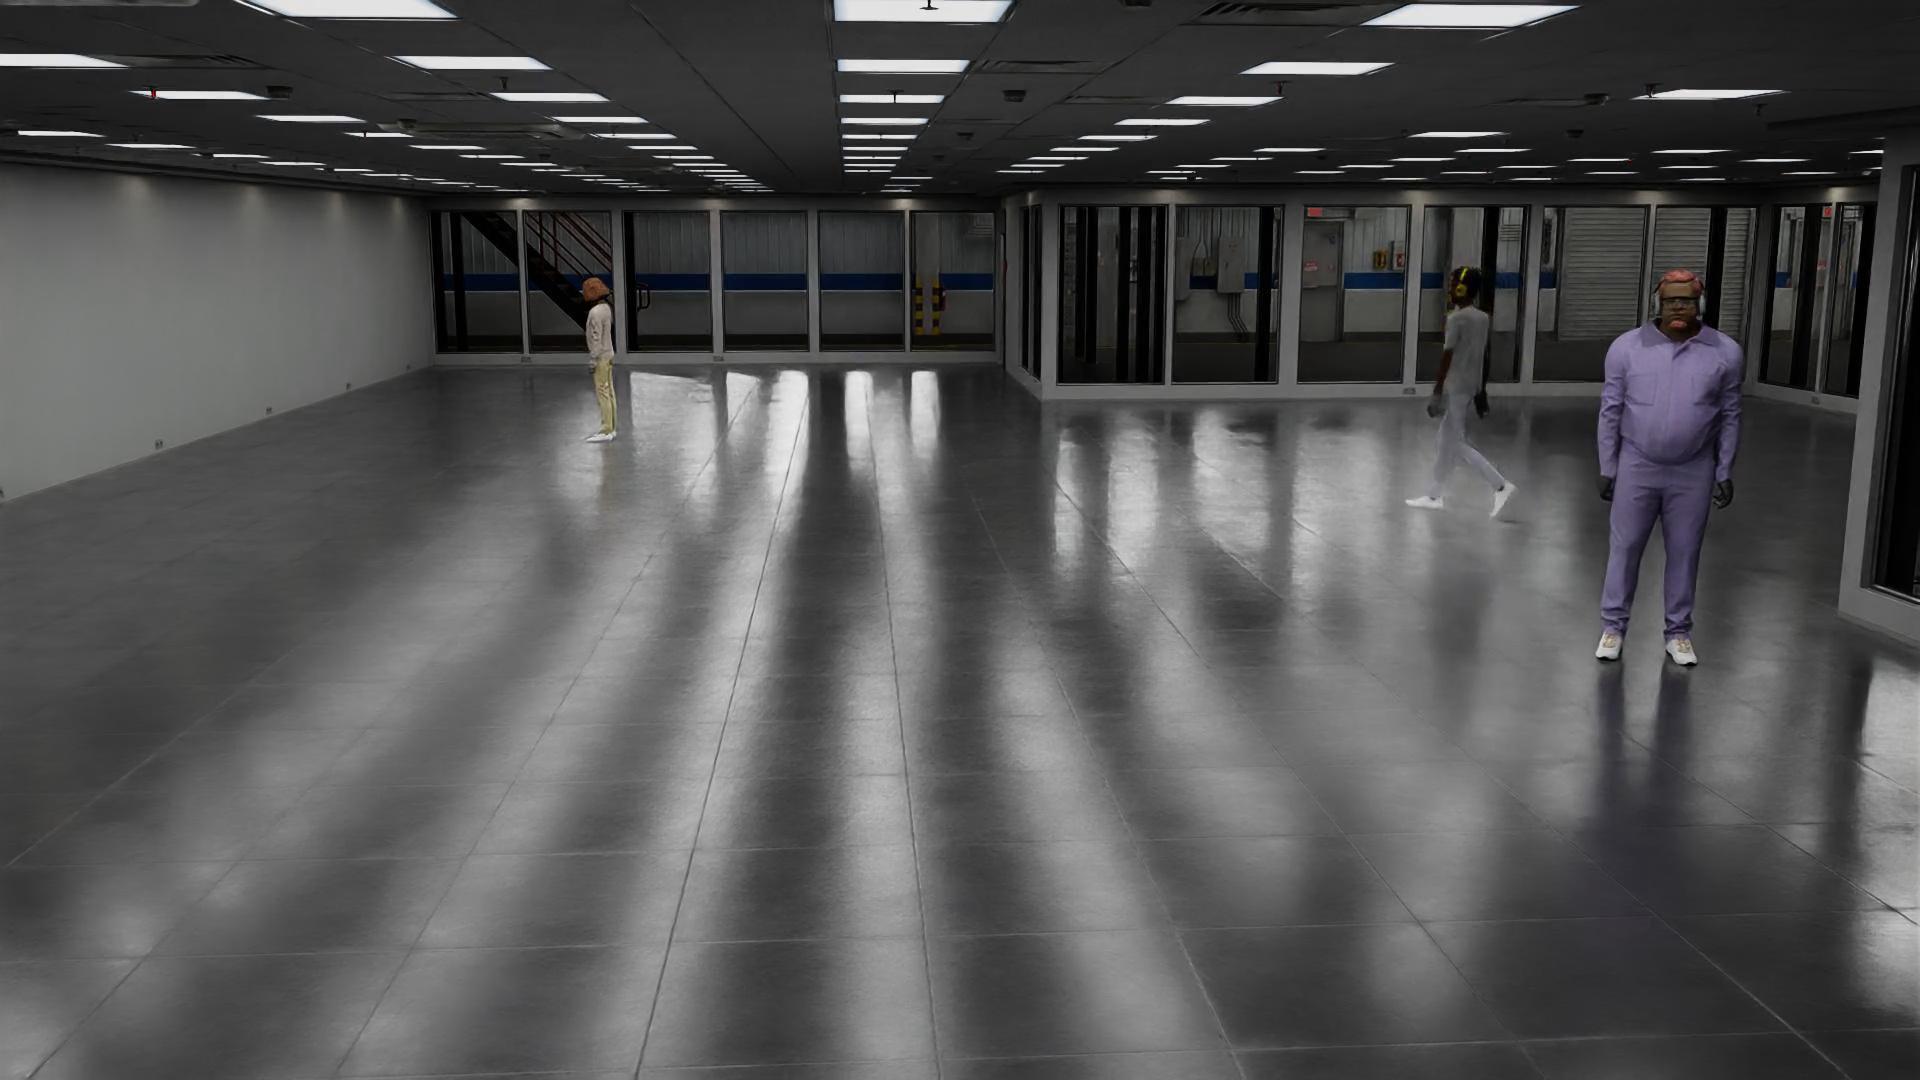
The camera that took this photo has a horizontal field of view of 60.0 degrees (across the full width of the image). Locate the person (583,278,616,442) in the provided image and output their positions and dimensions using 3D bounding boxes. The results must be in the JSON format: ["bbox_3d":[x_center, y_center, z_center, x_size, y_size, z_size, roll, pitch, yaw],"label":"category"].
[{"bbox_3d":[-3.602,-1.799,16.627,0.288,1.633,0.497,0,11,2],"label":"person"}]

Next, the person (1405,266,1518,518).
[{"bbox_3d":[3.740,-1.093,12.276,0.858,1.847,0.519,9,14,40],"label":"person"}]

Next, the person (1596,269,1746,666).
[{"bbox_3d":[3.411,-0.342,8.029,0.643,1.910,0.400,3,11,18],"label":"person"}]
